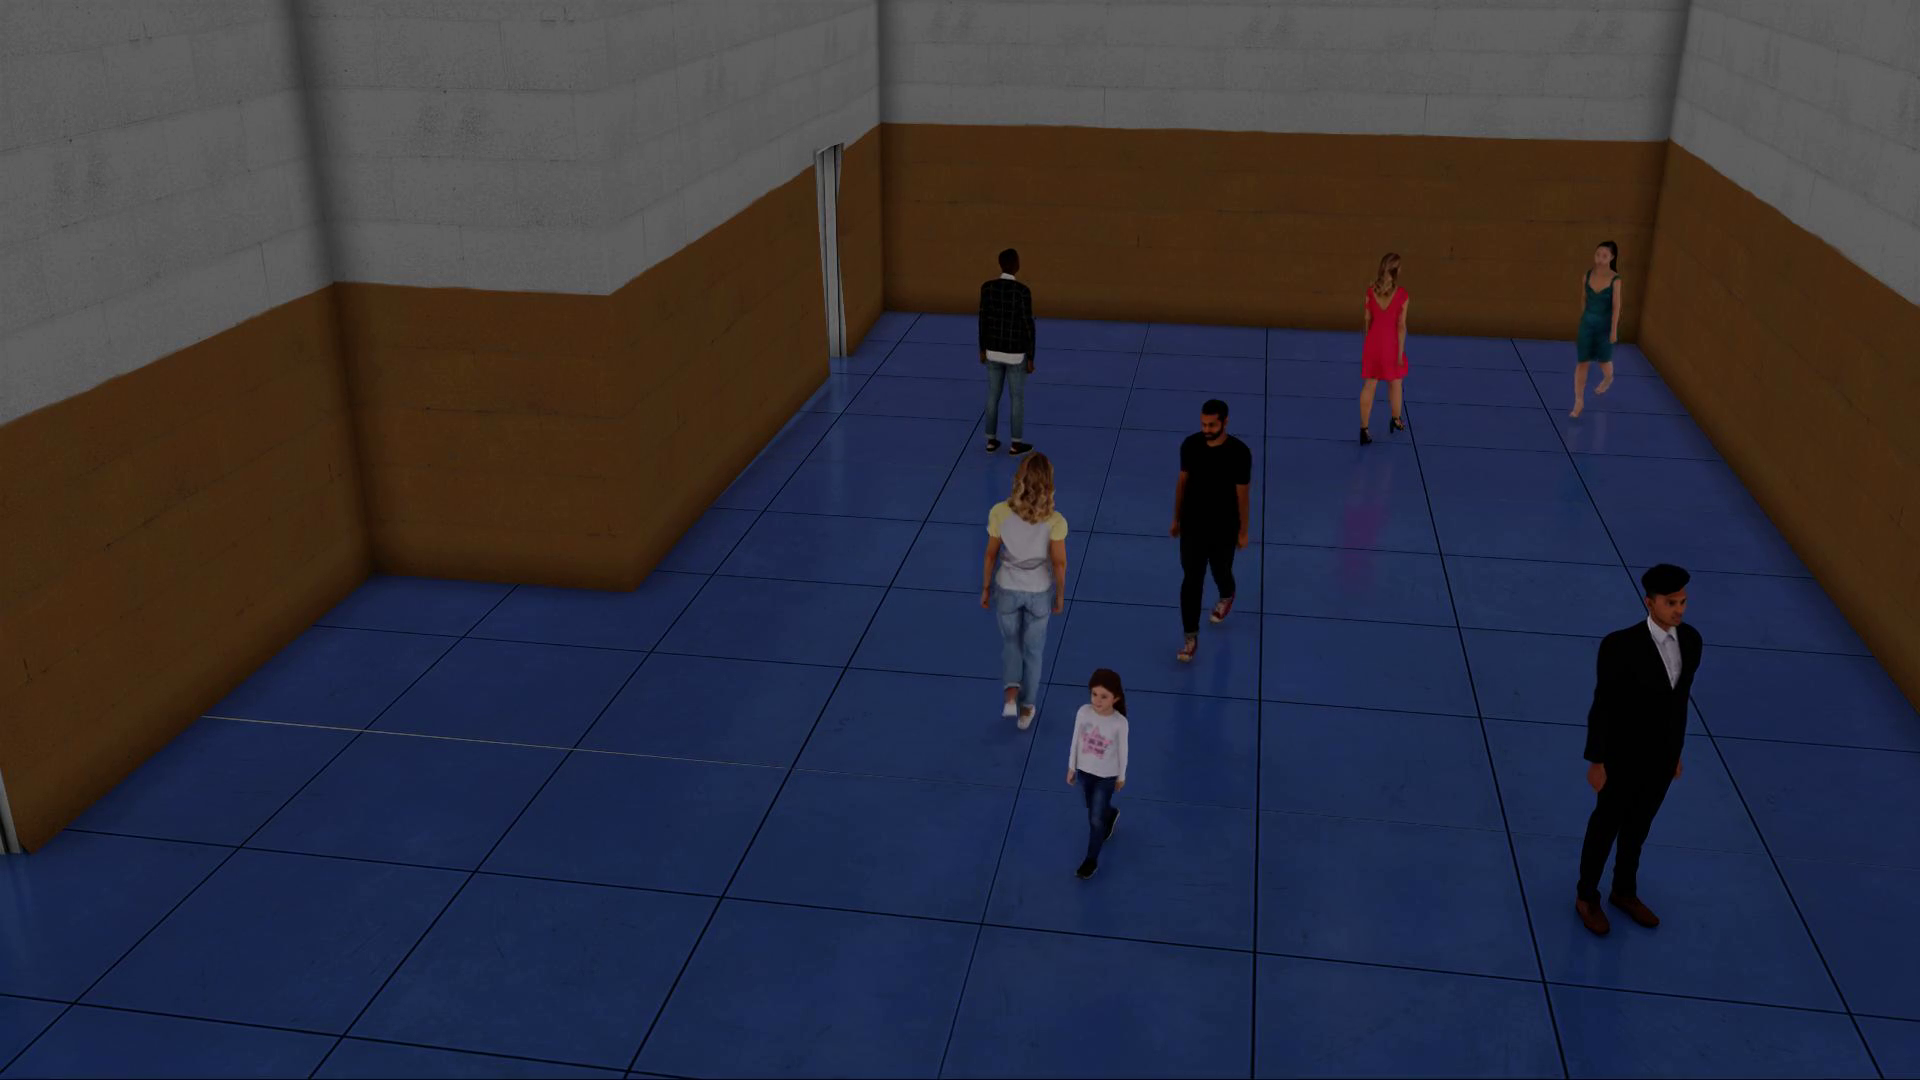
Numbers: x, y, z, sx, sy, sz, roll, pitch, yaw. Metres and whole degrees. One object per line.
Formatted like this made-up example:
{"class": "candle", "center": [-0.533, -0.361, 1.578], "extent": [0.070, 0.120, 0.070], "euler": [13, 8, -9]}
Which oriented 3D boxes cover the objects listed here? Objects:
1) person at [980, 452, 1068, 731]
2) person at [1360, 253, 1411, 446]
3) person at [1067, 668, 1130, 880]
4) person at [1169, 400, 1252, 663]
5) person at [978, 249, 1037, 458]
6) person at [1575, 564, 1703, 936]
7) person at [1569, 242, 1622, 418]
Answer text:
{"class": "person", "center": [0.364, 0.352, 9.720], "extent": [0.604, 1.706, 0.709], "euler": [6, 23, 14]}
{"class": "person", "center": [3.715, -1.674, 14.785], "extent": [0.917, 1.704, 0.896], "euler": [17, 27, 36]}
{"class": "person", "center": [0.731, 1.150, 8.575], "extent": [0.775, 1.094, 0.695], "euler": [14, 26, 31]}
{"class": "person", "center": [1.663, -0.112, 10.884], "extent": [1.126, 1.715, 0.887], "euler": [8, 23, 20]}
{"class": "person", "center": [0.397, -1.641, 14.549], "extent": [0.575, 1.819, 0.785], "euler": [10, 24, 23]}
{"class": "person", "center": [3.236, 0.980, 7.938], "extent": [0.679, 1.884, 0.834], "euler": [-7, 23, -16]}
{"class": "person", "center": [6.019, -1.980, 15.642], "extent": [1.097, 1.632, 0.996], "euler": [18, 28, 38]}
